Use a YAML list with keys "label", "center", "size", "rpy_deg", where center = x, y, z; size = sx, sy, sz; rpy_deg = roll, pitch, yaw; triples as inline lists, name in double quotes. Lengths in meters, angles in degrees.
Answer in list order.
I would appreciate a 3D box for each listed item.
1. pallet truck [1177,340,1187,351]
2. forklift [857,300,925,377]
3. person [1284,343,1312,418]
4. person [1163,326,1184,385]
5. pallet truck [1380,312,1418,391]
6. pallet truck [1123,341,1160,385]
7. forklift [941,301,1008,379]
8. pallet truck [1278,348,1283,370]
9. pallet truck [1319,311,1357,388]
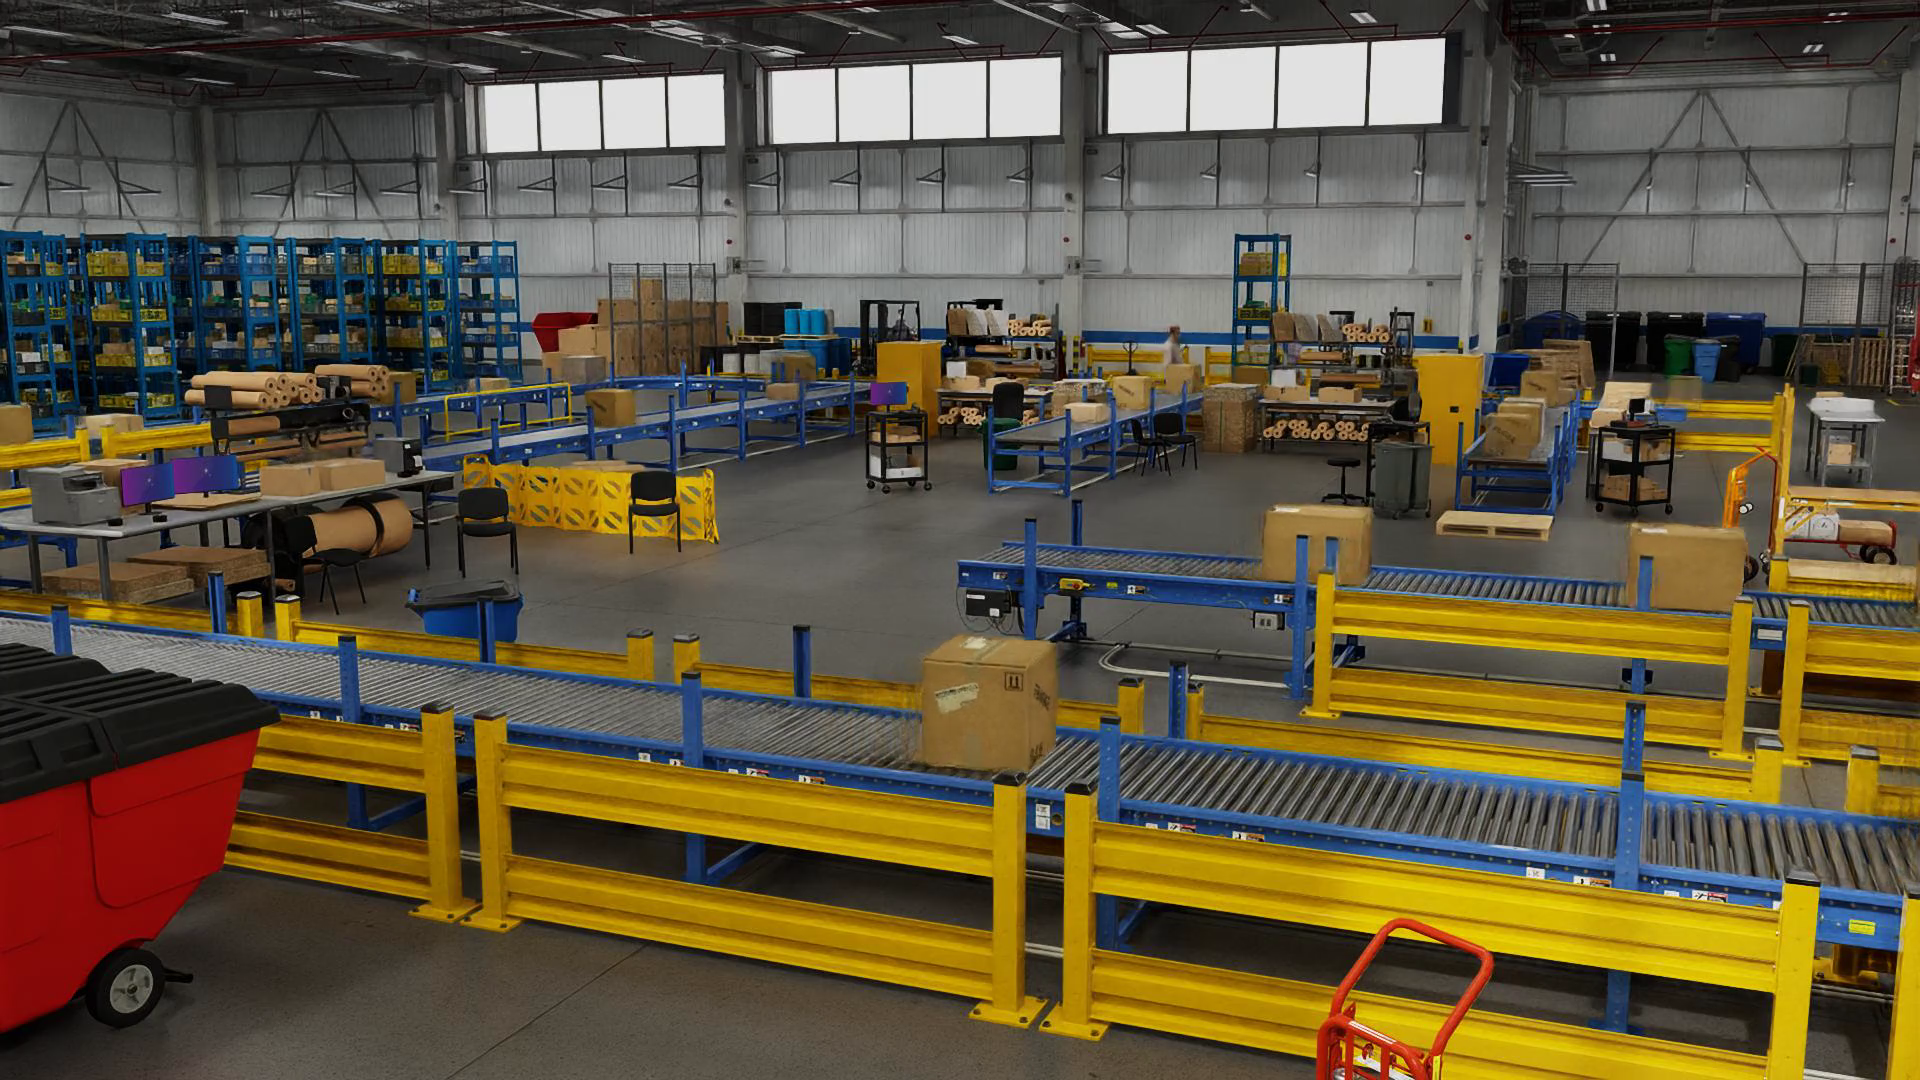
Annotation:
- label: "pallet truck"
  center: [5.418, -4.269, 40.420]
  size: [0.704, 1.261, 1.522]
  rpy_deg: [3, 10, 20]
- label: "forklift"
  center: [-1.732, -5.109, 42.468]
  size: [1.157, 1.987, 2.680]
  rpy_deg: [4, 10, 22]
- label: "person"
  center: [6.736, -3.406, 33.021]
  size: [0.915, 2.006, 0.642]
  rpy_deg: [-3, 10, -18]
- label: "person"
  center: [4.060, -3.222, 32.344]
  size: [0.847, 1.886, 0.647]
  rpy_deg: [3, 10, 16]
- label: "pallet truck"
  center: [10.207, -4.283, 38.369]
  size: [0.823, 1.965, 1.885]
  rpy_deg: [3, 10, 20]
- label: "pallet truck"
  center: [4.445, -4.380, 41.279]
  size: [0.680, 1.201, 1.601]
  rpy_deg: [4, 10, 22]
- label: "forklift"
  center: [0.365, -4.966, 41.571]
  size: [1.157, 1.987, 2.680]
  rpy_deg: [3, 10, 20]
- label: "pallet truck"
  center: [7.886, -4.163, 39.743]
  size: [0.653, 1.274, 1.630]
  rpy_deg: [4, 10, 22]
- label: "pallet truck"
  center: [9.071, -4.419, 39.190]
  size: [0.823, 1.965, 1.885]
  rpy_deg: [5, 10, 26]
